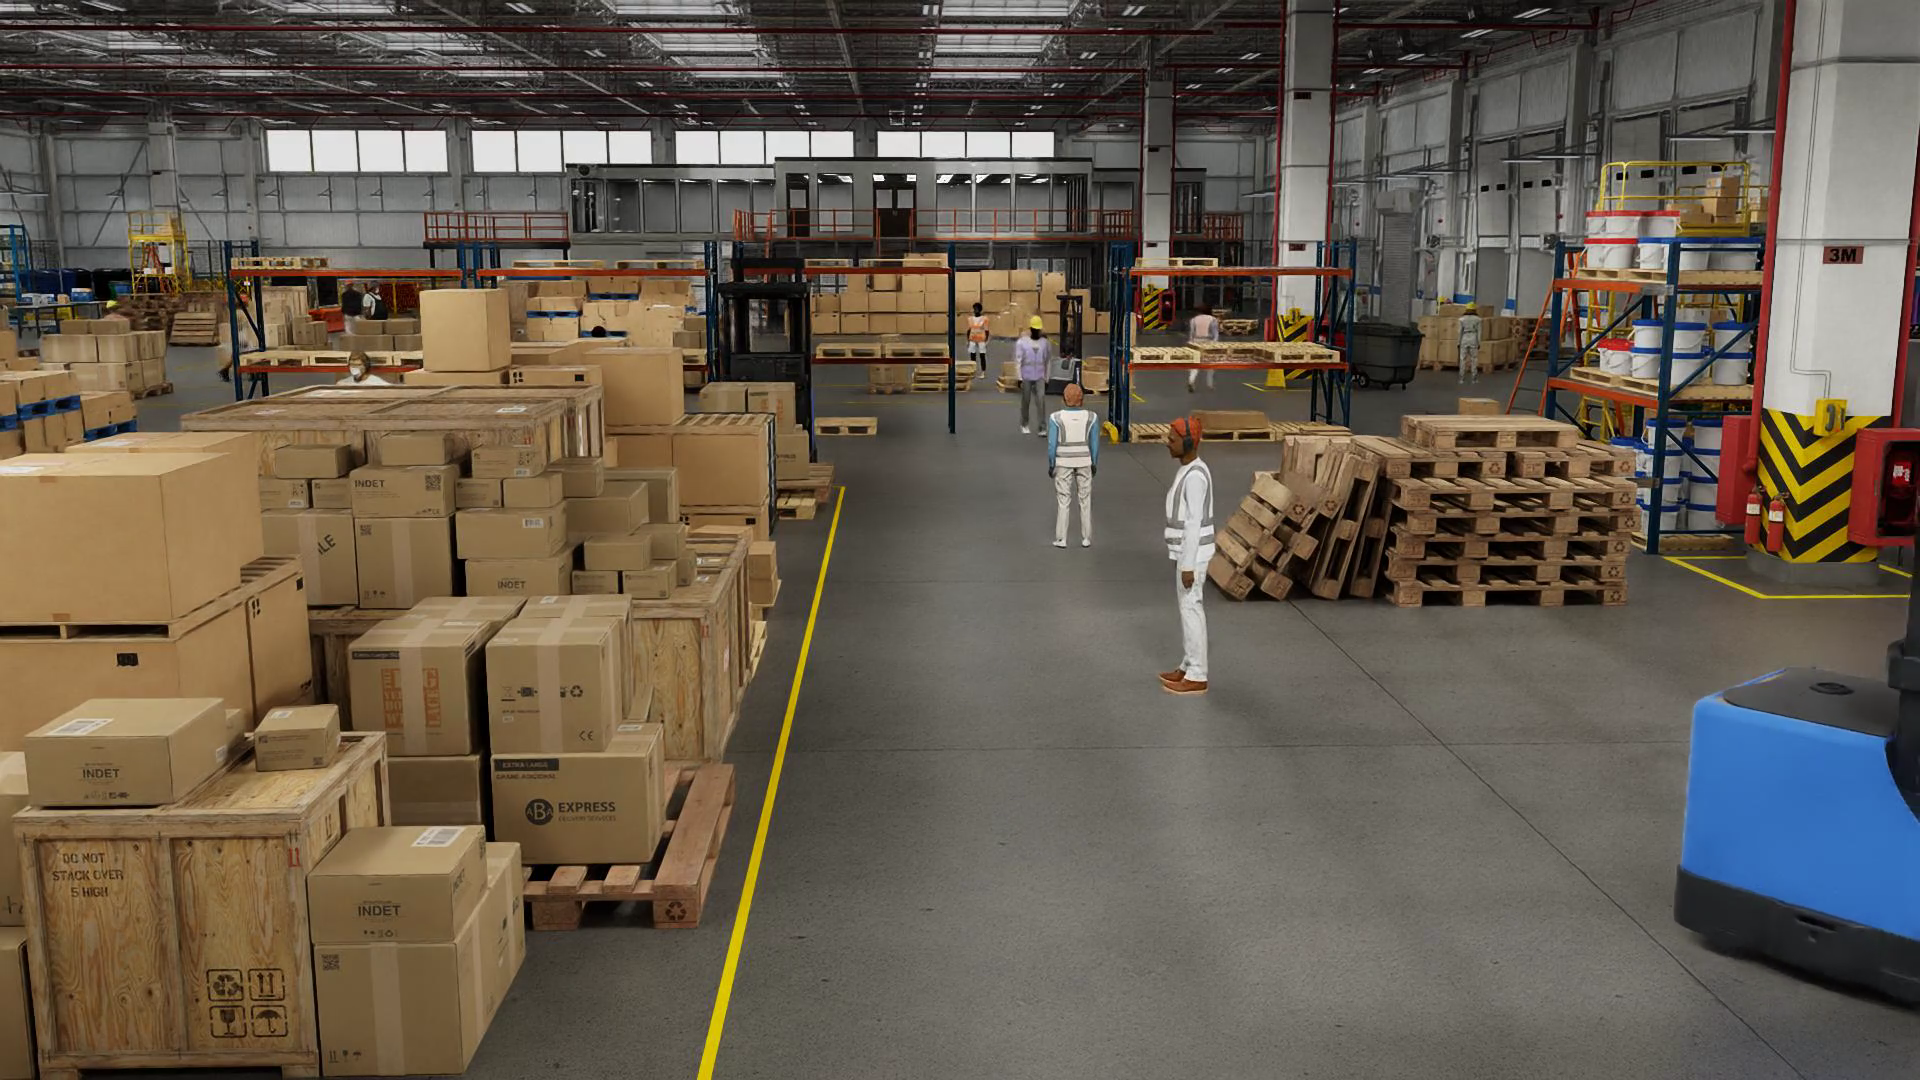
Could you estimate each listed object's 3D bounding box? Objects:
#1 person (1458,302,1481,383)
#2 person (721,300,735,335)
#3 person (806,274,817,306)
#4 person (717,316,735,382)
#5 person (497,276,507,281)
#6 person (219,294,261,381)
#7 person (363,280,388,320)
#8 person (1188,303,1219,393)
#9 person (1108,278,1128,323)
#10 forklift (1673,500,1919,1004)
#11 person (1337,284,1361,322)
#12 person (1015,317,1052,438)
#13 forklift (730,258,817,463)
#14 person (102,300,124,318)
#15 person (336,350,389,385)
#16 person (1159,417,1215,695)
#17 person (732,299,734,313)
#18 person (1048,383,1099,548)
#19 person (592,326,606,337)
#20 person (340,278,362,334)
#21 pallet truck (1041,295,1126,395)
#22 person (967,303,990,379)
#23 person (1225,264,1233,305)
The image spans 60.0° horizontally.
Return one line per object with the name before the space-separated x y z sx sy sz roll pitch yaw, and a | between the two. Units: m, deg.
person | 10.955 -4.243 35.782 0.483 1.745 0.305 4 11 22
person | -4.412 -3.729 32.429 0.673 1.926 0.641 -5 11 -25
person | -5.282 -8.391 58.361 0.551 1.932 0.377 -5 11 -26
person | -3.915 -2.805 27.579 0.705 1.813 0.537 -8 13 -39
person | -20.169 -11.001 73.075 0.587 1.877 0.359 -2 10 -12
person | -15.663 -4.385 36.121 0.558 1.917 0.842 9 13 41
person | -15.226 -5.769 43.458 0.538 2.000 0.690 2 10 8
person | 4.889 -3.855 33.431 0.641 1.823 0.814 7 12 32
person | 5.740 -8.665 60.325 0.653 1.787 0.976 8 13 39
forklift | 4.089 0.413 6.681 1.129 2.768 1.873 -9 13 -40
person | 10.818 -6.194 46.259 0.619 1.905 1.022 5 11 27
person | 1.146 -2.560 26.057 0.594 1.880 0.978 -2 10 -9
forklift | -2.446 -2.236 21.439 1.129 2.768 1.873 0 10 -2
person | -18.822 -4.477 37.088 0.757 1.737 0.530 5 11 26
person | -6.200 -1.012 17.268 0.654 1.929 0.442 2 10 13
person | 1.539 0.105 11.210 0.351 1.878 0.568 1 10 6
person | -4.845 -4.370 36.185 0.328 1.861 0.502 6 12 29
person | 1.122 -0.729 16.496 0.514 1.641 0.309 -2 10 -9
person | -4.860 -1.927 22.445 0.595 1.908 0.392 -1 10 -7
person | -17.555 -6.550 47.979 0.580 1.974 0.636 10 14 44
pallet truck | 2.483 -3.881 33.060 1.885 1.965 0.823 -7 13 -36
person | 0.393 -4.410 36.843 0.540 1.696 0.317 4 11 23
person | 12.660 -11.993 78.317 0.440 1.971 0.628 -2 10 -11
